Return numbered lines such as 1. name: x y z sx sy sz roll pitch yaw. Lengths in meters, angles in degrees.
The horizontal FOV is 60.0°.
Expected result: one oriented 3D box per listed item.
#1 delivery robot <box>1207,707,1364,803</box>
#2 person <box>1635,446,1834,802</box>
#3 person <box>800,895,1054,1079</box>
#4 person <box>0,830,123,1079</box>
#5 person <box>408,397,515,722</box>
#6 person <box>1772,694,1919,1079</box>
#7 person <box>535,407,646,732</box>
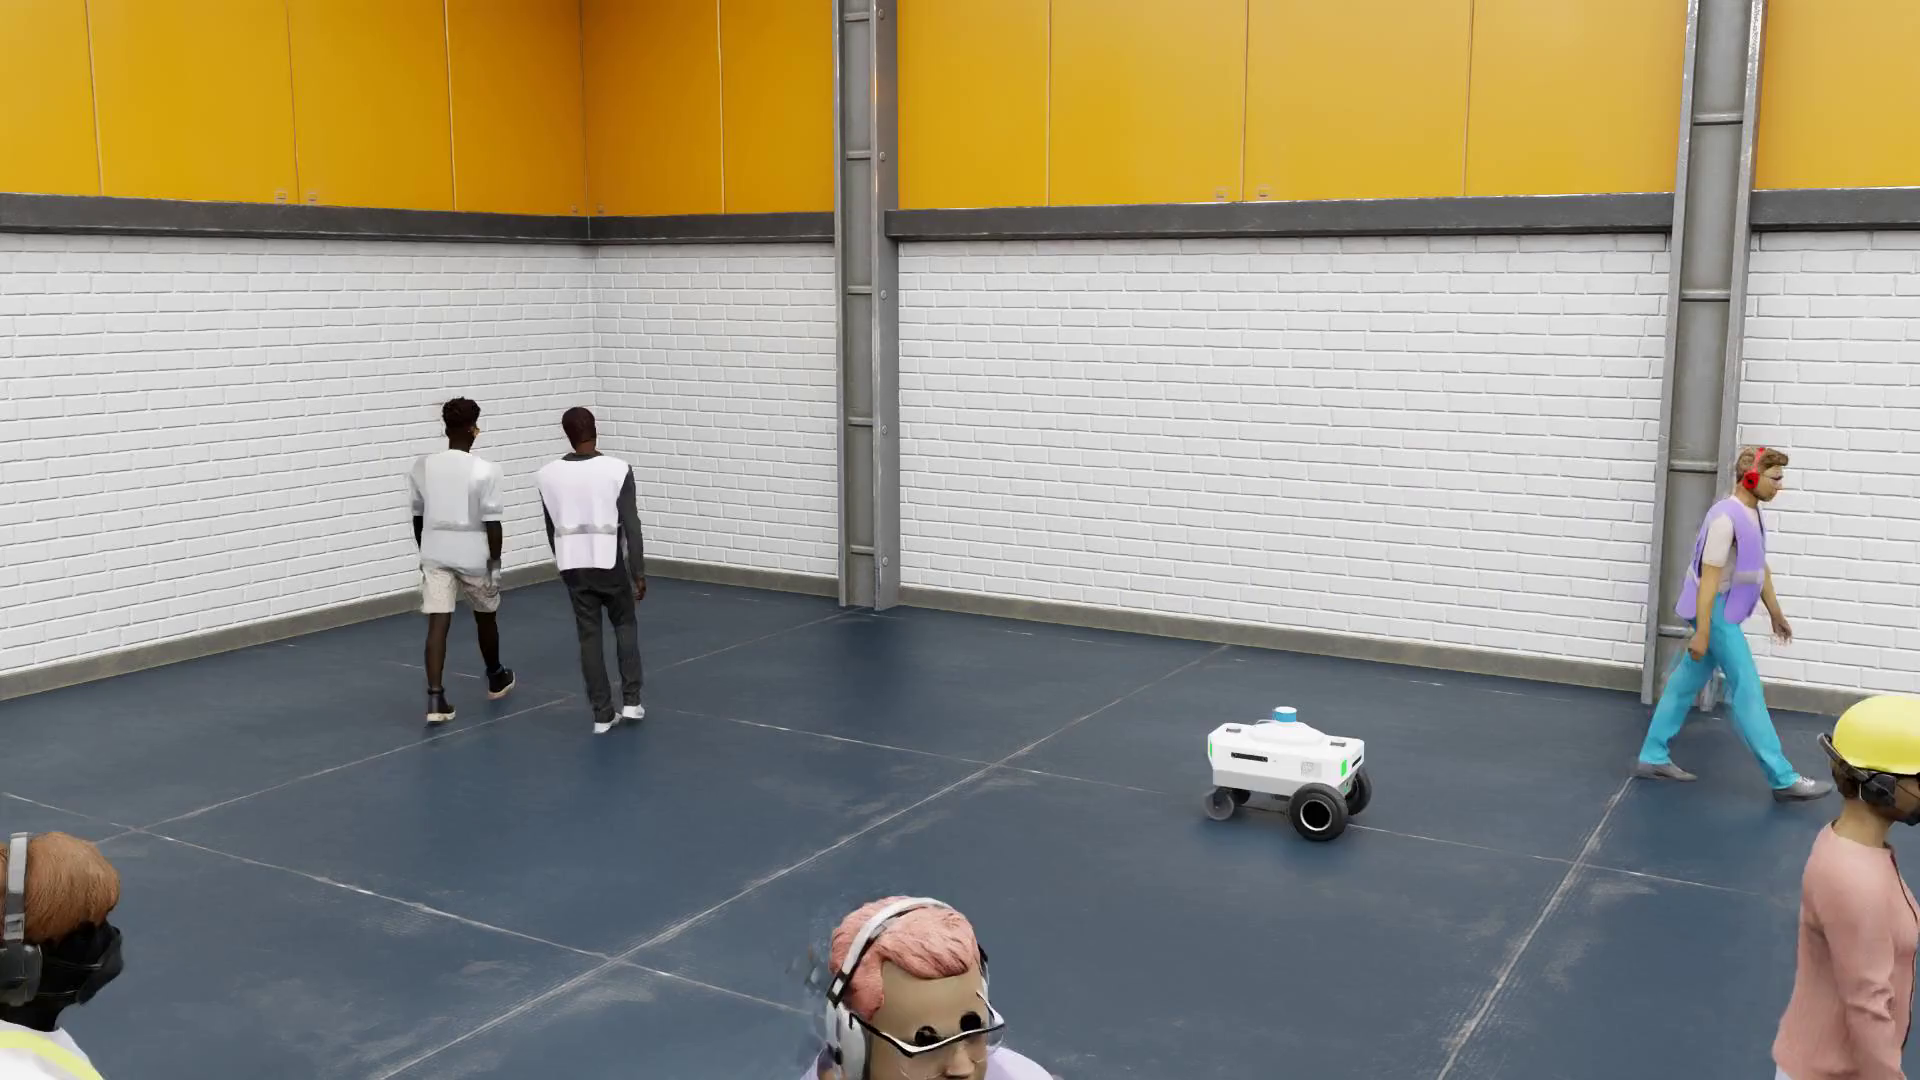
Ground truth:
1. delivery robot: 1.561 1.048 8.009 0.707 0.478 0.477 5 10 28
2. person: 3.940 0.418 8.392 0.973 1.780 0.602 6 11 33
3. person: -0.081 1.373 2.250 0.667 1.854 1.013 -6 11 -34
4. person: -1.429 1.337 2.553 0.639 1.829 0.436 9 13 44
5. person: -3.012 0.097 10.017 0.623 1.918 1.007 1 9 4
6. person: 1.957 1.188 3.821 0.896 1.735 0.519 6 11 33
7. person: -2.123 0.166 9.701 0.646 1.881 0.558 0 9 2
